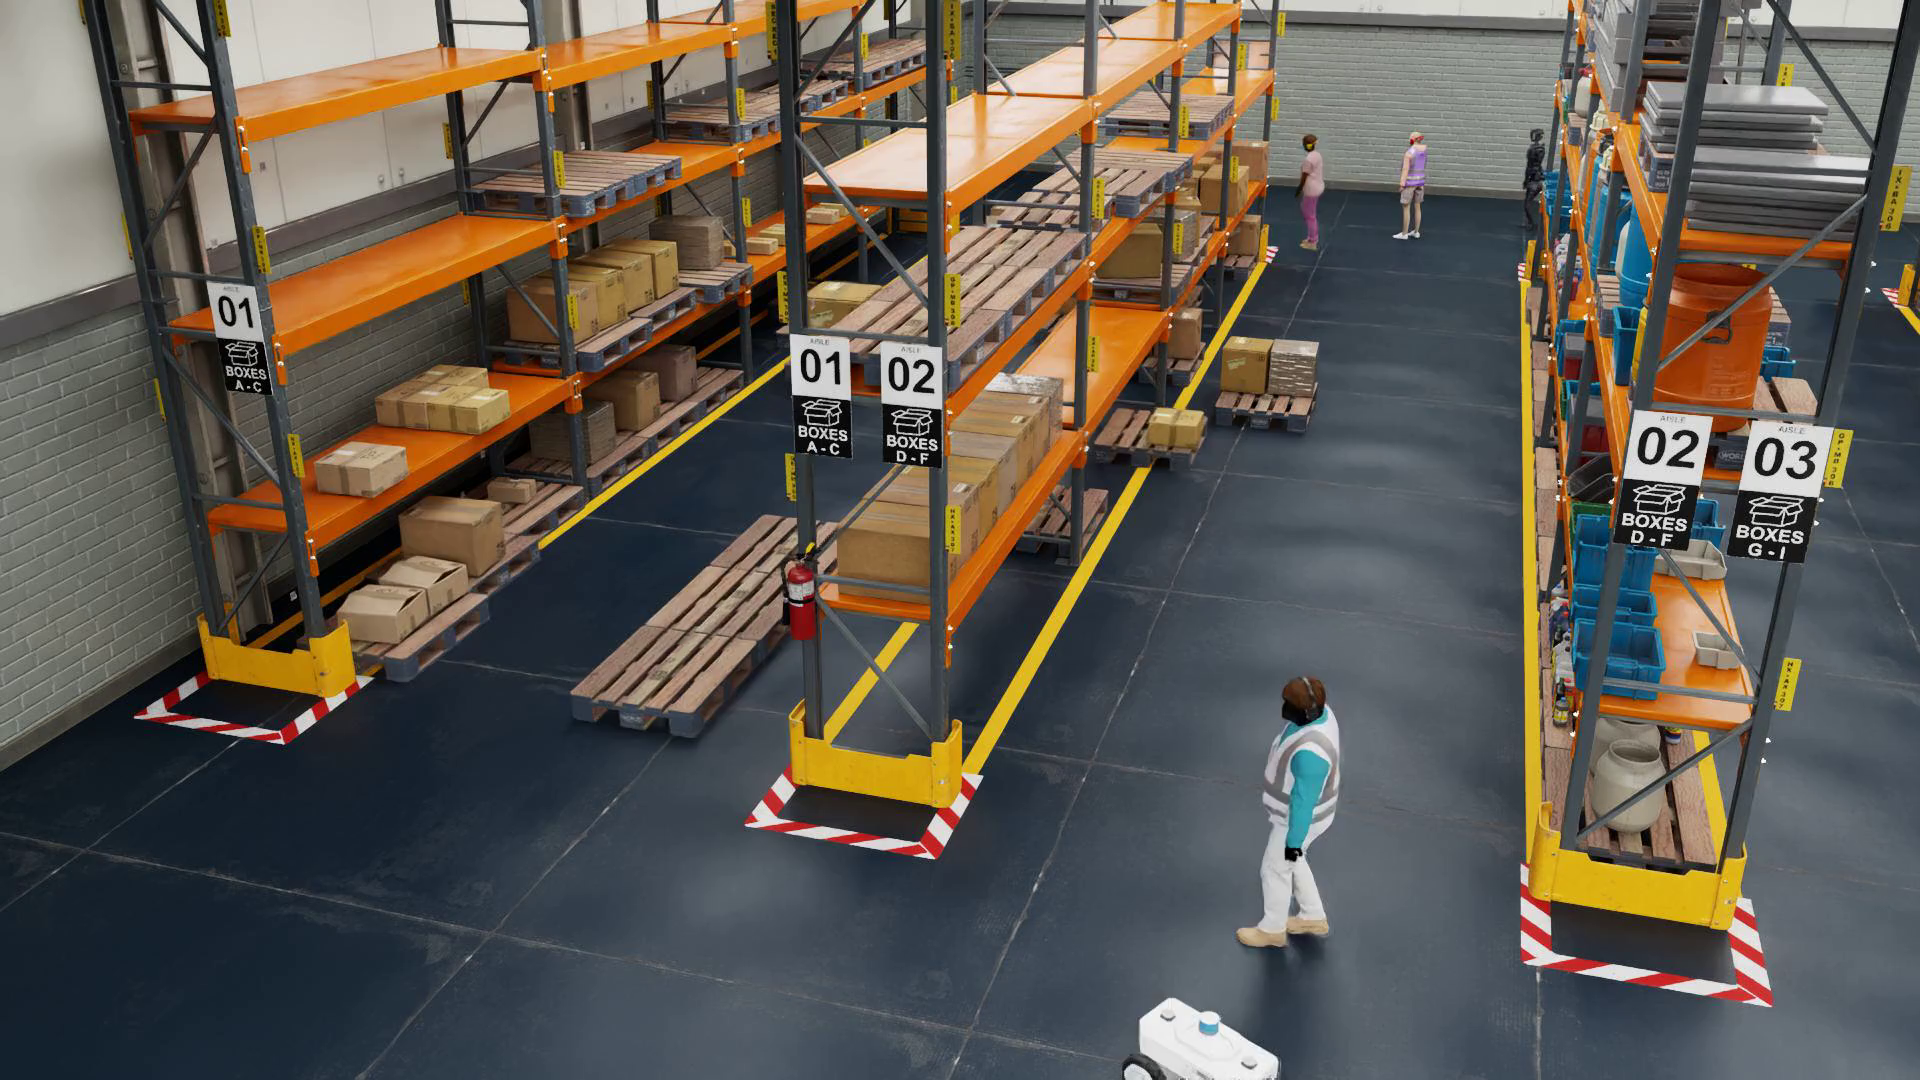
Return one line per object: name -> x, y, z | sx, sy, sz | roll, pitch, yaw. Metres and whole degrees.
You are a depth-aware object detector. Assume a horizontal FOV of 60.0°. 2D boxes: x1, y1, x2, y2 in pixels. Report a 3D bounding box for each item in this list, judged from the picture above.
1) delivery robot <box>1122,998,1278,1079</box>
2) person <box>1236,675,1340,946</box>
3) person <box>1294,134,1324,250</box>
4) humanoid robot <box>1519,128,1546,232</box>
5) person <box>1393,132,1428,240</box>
delivery robot -> 1.252, 2.697, 8.576 | 0.807, 0.609, 0.499 | 21, 31, 40
person -> 1.912, 1.566, 9.572 | 0.495, 1.817, 0.669 | 6, 24, 13
person -> 5.425, -5.389, 25.766 | 0.451, 1.775, 0.505 | 11, 26, 25
humanoid robot -> 9.293, -5.821, 26.889 | 0.362, 1.637, 0.591 | -1, 23, -2
person -> 7.185, -5.623, 26.421 | 0.488, 1.688, 0.350 | -14, 27, -29
